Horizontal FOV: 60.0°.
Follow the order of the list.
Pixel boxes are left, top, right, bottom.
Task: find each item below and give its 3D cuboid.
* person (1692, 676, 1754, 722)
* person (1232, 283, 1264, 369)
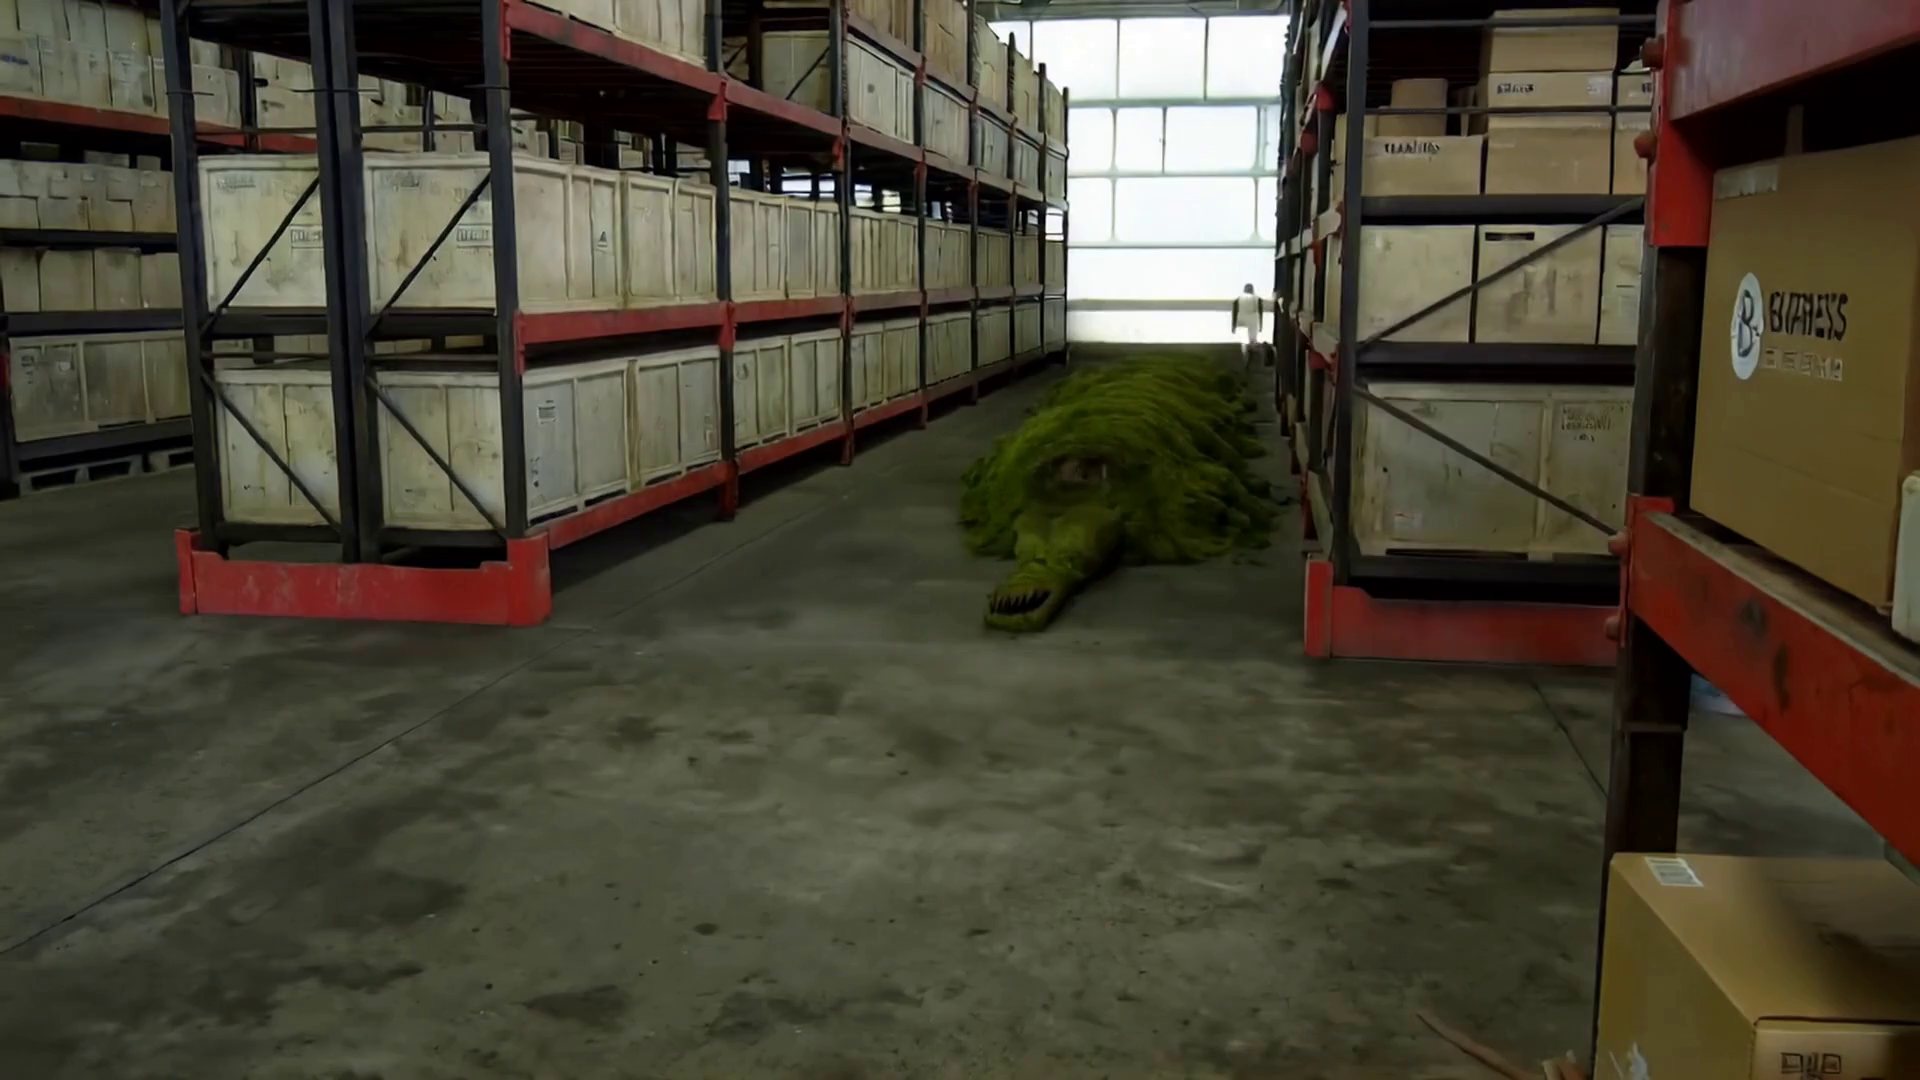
[{"bbox_3d":[3.549,-0.093,7.489,0.443,1.832,0.567,2,9,11],"label":"person"},{"bbox_3d":[6.032,-4.480,34.878,0.636,1.791,0.979,1,9,4],"label":"person"}]
